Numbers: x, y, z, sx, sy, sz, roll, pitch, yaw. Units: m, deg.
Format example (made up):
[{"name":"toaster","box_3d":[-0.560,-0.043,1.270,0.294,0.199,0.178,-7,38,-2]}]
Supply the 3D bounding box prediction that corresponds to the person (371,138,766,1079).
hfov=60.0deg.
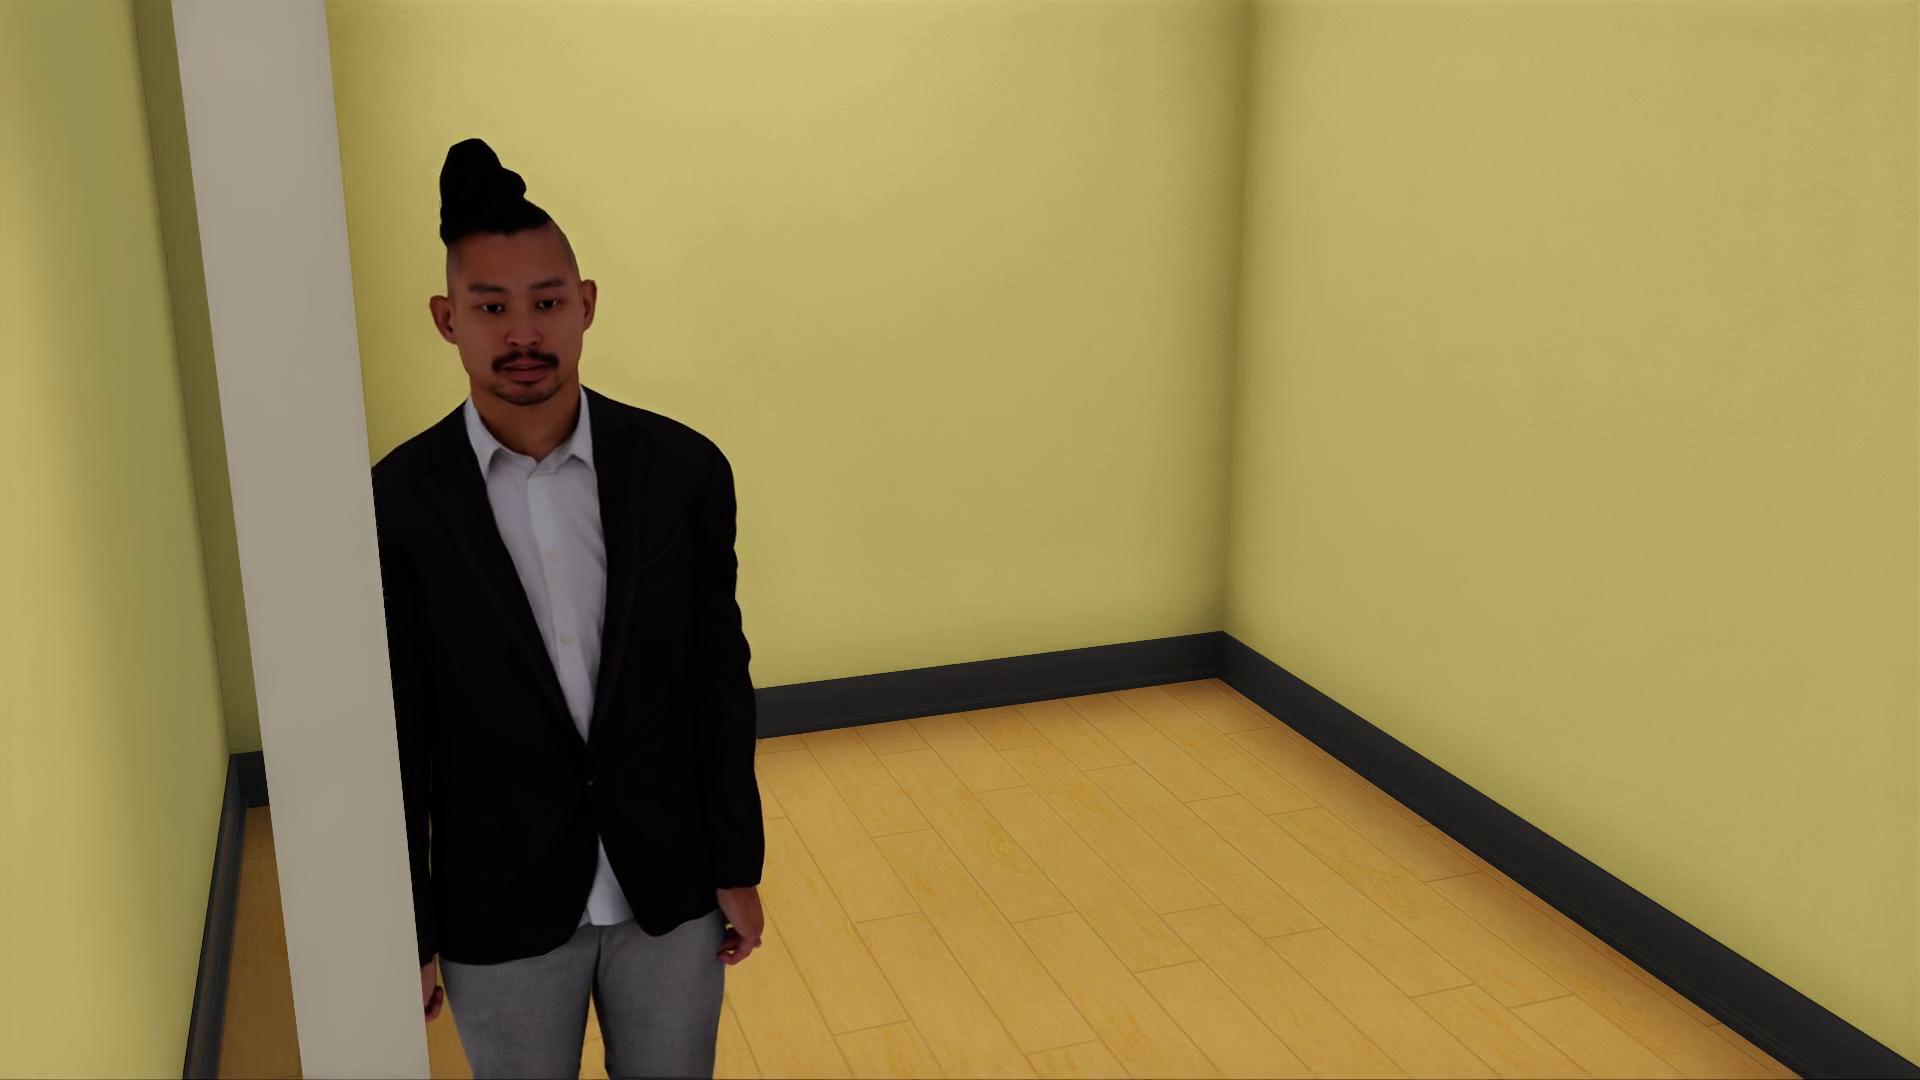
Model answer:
[{"name":"person","box_3d":[-0.547,0.433,2.343,0.532,1.951,0.774,-6,17,-22]}]
